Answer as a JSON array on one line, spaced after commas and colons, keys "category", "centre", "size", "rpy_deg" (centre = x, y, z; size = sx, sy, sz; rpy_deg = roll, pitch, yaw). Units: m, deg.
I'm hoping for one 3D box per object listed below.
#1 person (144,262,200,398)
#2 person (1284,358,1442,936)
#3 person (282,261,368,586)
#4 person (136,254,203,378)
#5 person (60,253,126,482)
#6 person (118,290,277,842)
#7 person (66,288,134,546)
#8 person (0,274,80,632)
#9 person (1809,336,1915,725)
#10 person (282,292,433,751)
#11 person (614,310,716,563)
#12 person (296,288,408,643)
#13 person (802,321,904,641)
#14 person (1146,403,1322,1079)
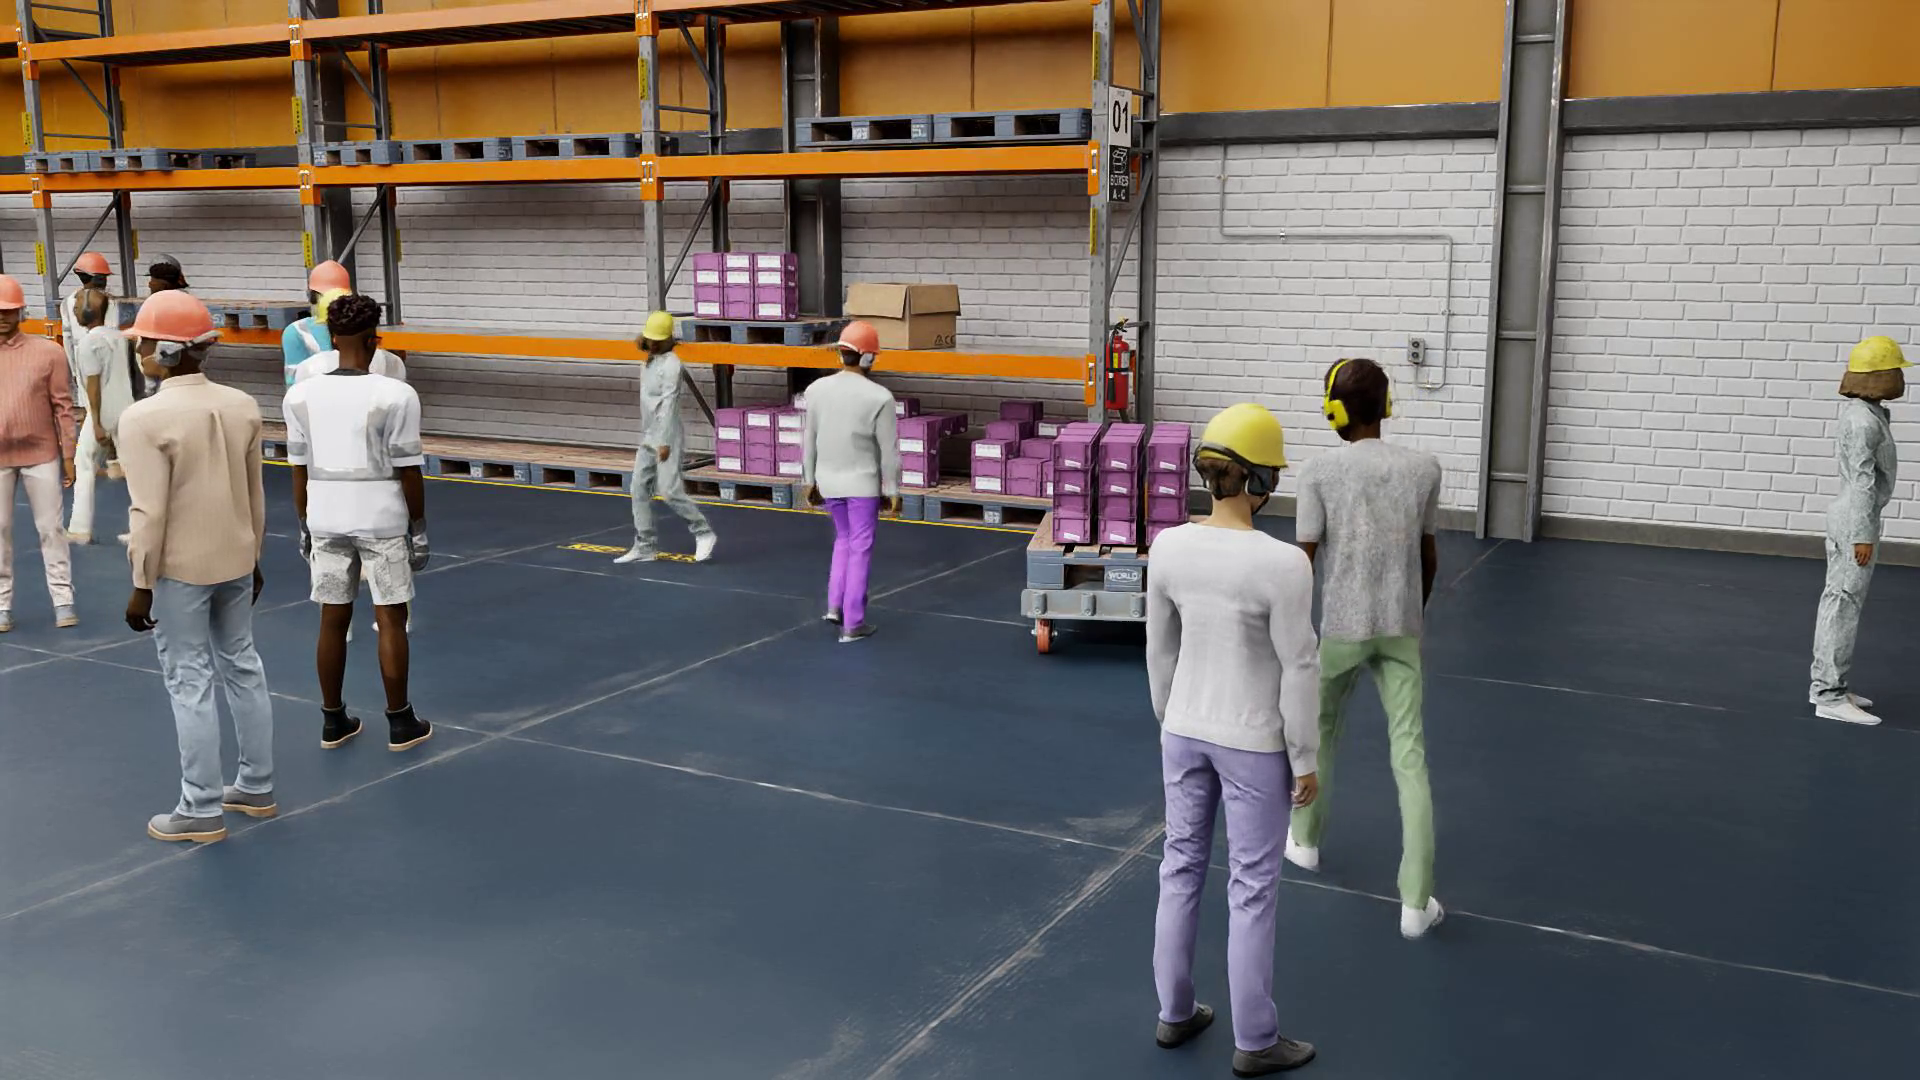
[{"category": "person", "centre": [-6.909, -1.448, 14.608], "size": [0.361, 1.965, 0.613], "rpy_deg": [4, 11, 19]}, {"category": "person", "centre": [1.306, 0.313, 5.463], "size": [0.542, 1.795, 0.870], "rpy_deg": [0, 10, 0]}, {"category": "person", "centre": [-3.875, -0.711, 10.373], "size": [0.387, 2.037, 0.615], "rpy_deg": [7, 12, 33]}, {"category": "person", "centre": [-7.034, -1.522, 14.814], "size": [0.538, 2.000, 0.689], "rpy_deg": [-4, 11, -19]}, {"category": "person", "centre": [-7.711, -1.543, 14.927], "size": [0.616, 2.041, 0.383], "rpy_deg": [4, 11, 19]}, {"category": "person", "centre": [-2.778, 0.097, 6.058], "size": [0.374, 1.995, 0.622], "rpy_deg": [4, 11, 19]}, {"category": "person", "centre": [-6.122, -0.863, 11.793], "size": [0.825, 1.817, 0.505], "rpy_deg": [2, 10, 10]}, {"category": "person", "centre": [-5.228, -0.471, 9.222], "size": [0.610, 1.985, 0.415], "rpy_deg": [-5, 11, -25]}, {"category": "person", "centre": [4.101, -0.049, 7.555], "size": [0.304, 1.743, 0.492], "rpy_deg": [5, 11, 24]}, {"category": "person", "centre": [-2.555, -0.072, 7.107], "size": [0.603, 1.957, 0.385], "rpy_deg": [1, 10, 8]}, {"category": "person", "centre": [-1.964, -0.676, 11.097], "size": [0.548, 1.715, 0.515], "rpy_deg": [-7, 12, -33]}, {"category": "person", "centre": [-3.274, -0.398, 9.009], "size": [0.588, 1.919, 0.396], "rpy_deg": [-8, 13, -38]}, {"category": "person", "centre": [-0.562, -0.321, 9.063], "size": [0.597, 1.732, 0.429], "rpy_deg": [6, 12, 30]}, {"category": "person", "centre": [0.716, 0.522, 4.365], "size": [0.523, 1.769, 0.309], "rpy_deg": [10, 14, 44]}]
